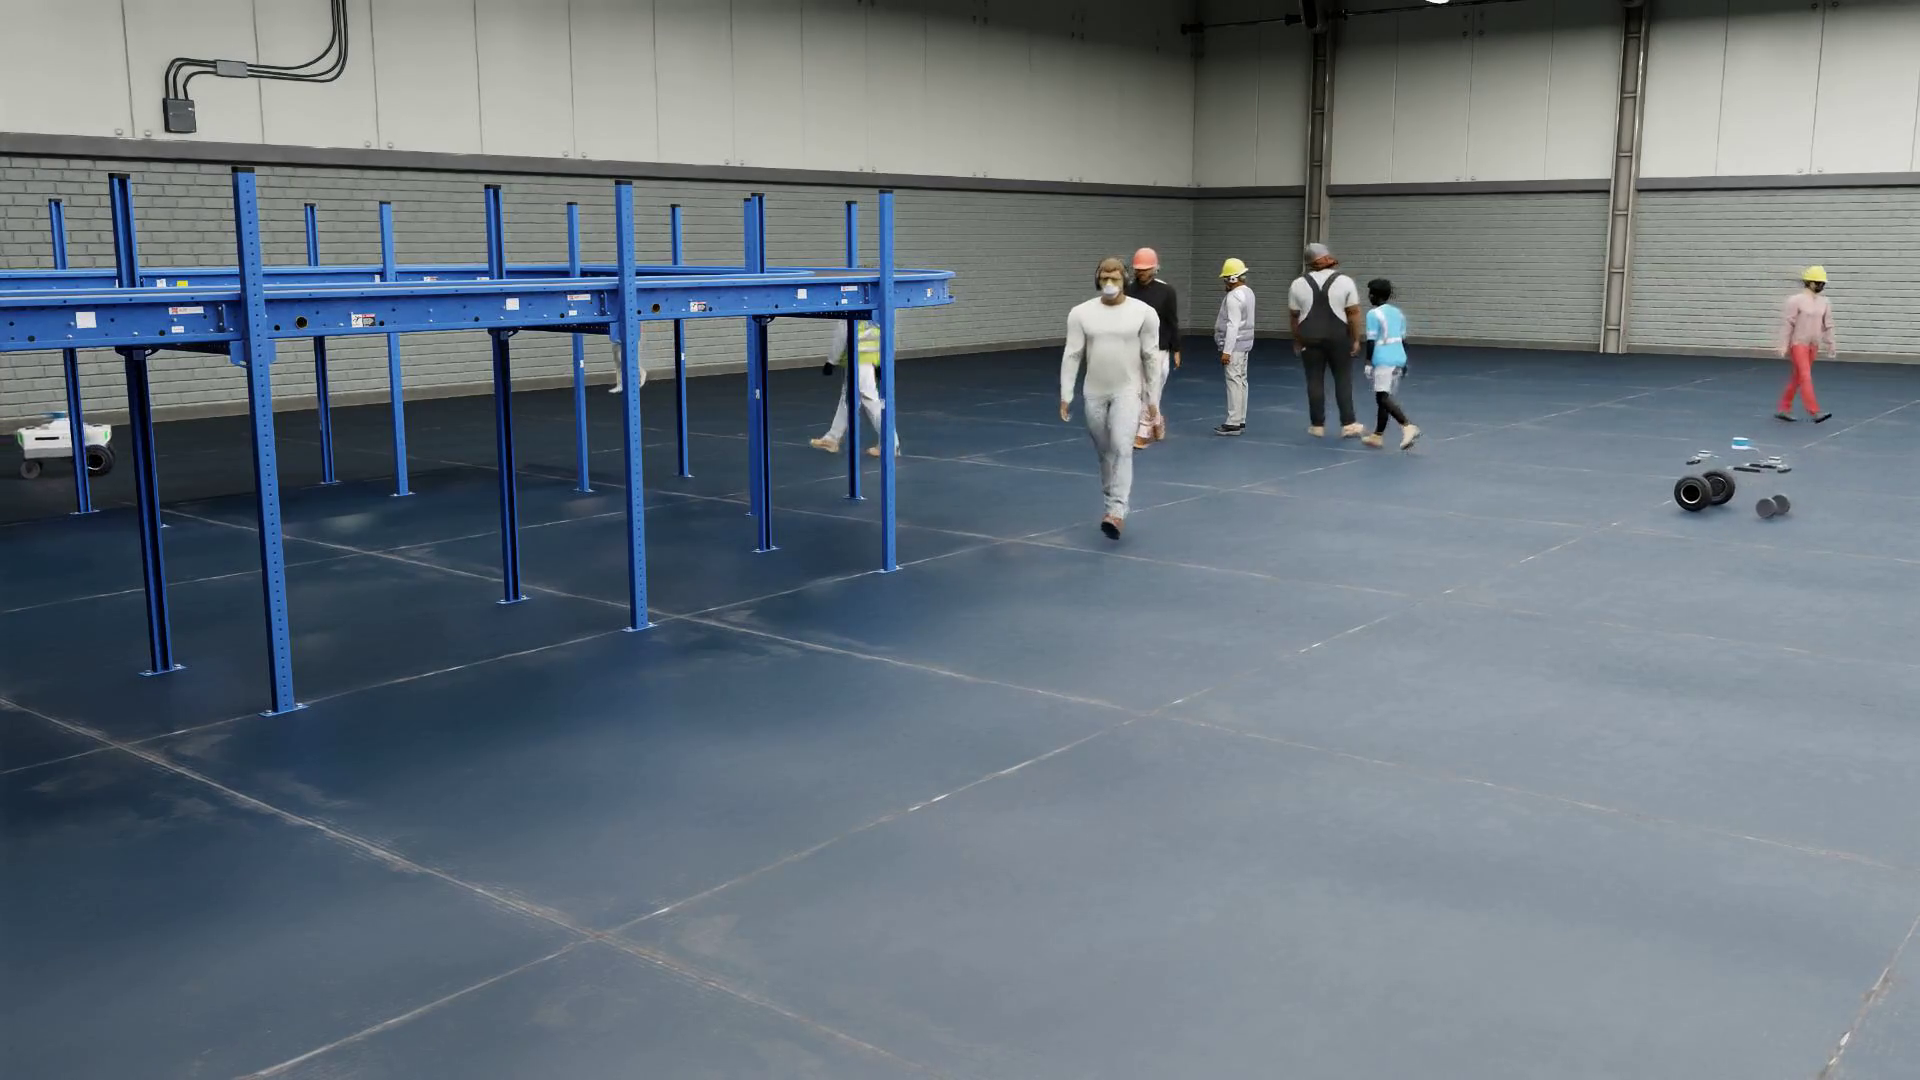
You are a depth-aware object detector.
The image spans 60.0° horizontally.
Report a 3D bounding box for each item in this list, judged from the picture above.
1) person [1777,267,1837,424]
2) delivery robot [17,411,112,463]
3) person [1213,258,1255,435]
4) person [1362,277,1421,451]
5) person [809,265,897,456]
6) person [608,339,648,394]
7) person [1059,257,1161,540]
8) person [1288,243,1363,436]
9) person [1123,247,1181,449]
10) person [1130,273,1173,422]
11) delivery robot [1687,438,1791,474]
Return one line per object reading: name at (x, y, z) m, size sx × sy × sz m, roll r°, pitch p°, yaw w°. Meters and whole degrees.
person at (9.396, -2.142, 18.341) m, size 0.553 × 1.712 × 0.910 m, roll -3°, pitch 11°, yaw -16°
delivery robot at (-7.760, -0.875, 14.421) m, size 0.707 × 0.478 × 0.477 m, roll -4°, pitch 11°, yaw -23°
person at (2.862, -2.022, 17.392) m, size 0.404 × 1.828 × 0.587 m, roll 5°, pitch 11°, yaw 24°
person at (4.188, -1.689, 16.017) m, size 0.554 × 1.665 × 0.724 m, roll -8°, pitch 13°, yaw -39°
person at (-0.988, -1.690, 15.688) m, size 0.943 × 1.791 × 0.627 m, roll 3°, pitch 11°, yaw 18°
person at (-4.441, -2.758, 22.027) m, size 0.429 × 1.623 × 0.529 m, roll -8°, pitch 13°, yaw -36°
person at (0.995, -0.955, 11.296) m, size 0.656 × 1.890 × 0.995 m, roll 3°, pitch 11°, yaw 19°
person at (3.813, -2.107, 17.393) m, size 0.758 × 2.000 × 0.541 m, roll 3°, pitch 11°, yaw 18°
person at (1.884, -1.913, 16.478) m, size 0.671 × 1.954 × 0.917 m, roll 6°, pitch 12°, yaw 29°
person at (2.064, -2.217, 18.503) m, size 0.687 × 1.828 × 0.580 m, roll -2°, pitch 11°, yaw -13°
delivery robot at (5.839, -0.651, 12.459) m, size 0.335 × 0.223 × 0.698 m, roll -10°, pitch 14°, yaw -43°
